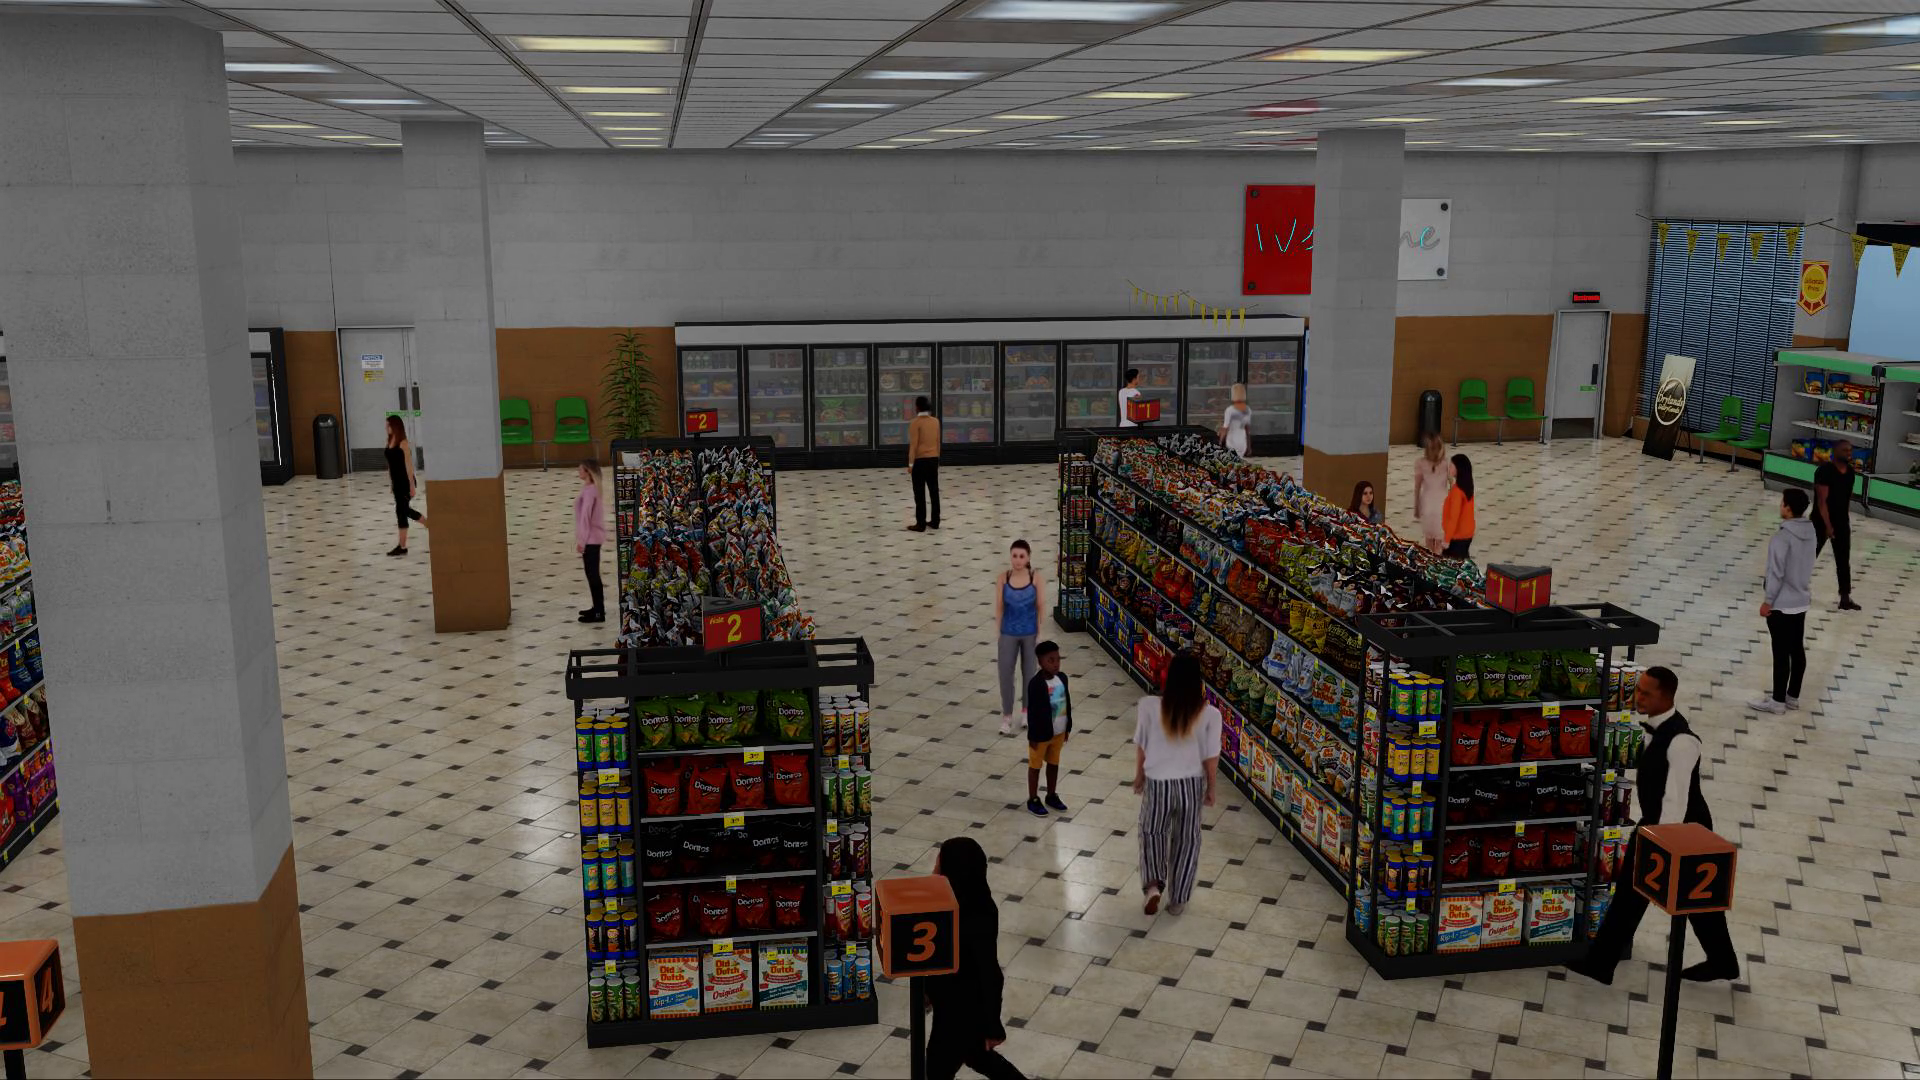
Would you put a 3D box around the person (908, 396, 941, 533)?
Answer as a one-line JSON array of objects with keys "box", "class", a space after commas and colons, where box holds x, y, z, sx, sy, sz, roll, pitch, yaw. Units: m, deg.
[{"box": [-0.463, -0.998, 21.649, 0.751, 1.752, 0.756, -10, 16, -40], "class": "person"}]

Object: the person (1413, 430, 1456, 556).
[{"box": [5.163, -0.287, 18.147, 0.863, 1.805, 0.917, 7, 14, 30], "class": "person"}]

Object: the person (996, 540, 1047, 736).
[{"box": [0.508, 0.770, 13.643, 0.703, 1.591, 0.854, 2, 12, 7], "class": "person"}]

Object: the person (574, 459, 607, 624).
[{"box": [-3.758, -0.001, 17.077, 0.670, 1.686, 0.493, -1, 12, -6], "class": "person"}]

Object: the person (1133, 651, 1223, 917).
[{"box": [1.272, 1.500, 9.991, 0.863, 1.669, 0.963, 3, 12, 13], "class": "person"}]

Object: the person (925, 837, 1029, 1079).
[{"box": [0.096, 2.078, 7.458, 0.795, 1.580, 1.070, -4, 12, -17], "class": "person"}]

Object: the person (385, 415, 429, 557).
[{"box": [-6.683, -0.672, 20.237, 1.076, 1.697, 1.093, 9, 15, 36], "class": "person"}]

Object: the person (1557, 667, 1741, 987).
[{"box": [3.976, 1.606, 9.067, 0.876, 1.841, 1.245, 1, 12, 3], "class": "person"}]

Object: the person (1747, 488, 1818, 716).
[{"box": [7.015, 0.510, 14.062, 0.758, 1.929, 0.735, -8, 14, -33], "class": "person"}]

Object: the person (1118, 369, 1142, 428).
[{"box": [2.518, -1.645, 24.632, 0.772, 1.789, 0.627, -7, 14, -29], "class": "person"}]

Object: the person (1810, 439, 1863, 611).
[{"box": [9.148, -0.167, 17.650, 0.718, 1.775, 1.193, -3, 12, -14], "class": "person"}]

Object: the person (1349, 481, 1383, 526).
[{"box": [3.775, 0.274, 15.732, 0.665, 1.702, 0.598, -5, 13, -23], "class": "person"}]

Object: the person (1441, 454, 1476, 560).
[{"box": [5.203, -0.005, 16.997, 0.962, 1.727, 0.924, 6, 13, 28], "class": "person"}]

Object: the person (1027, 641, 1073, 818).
[{"box": [0.614, 1.320, 11.815, 0.598, 1.269, 0.640, -9, 15, -37], "class": "person"}]

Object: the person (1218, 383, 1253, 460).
[{"box": [3.889, -1.274, 23.082, 0.843, 1.702, 1.131, -7, 14, -32], "class": "person"}]
